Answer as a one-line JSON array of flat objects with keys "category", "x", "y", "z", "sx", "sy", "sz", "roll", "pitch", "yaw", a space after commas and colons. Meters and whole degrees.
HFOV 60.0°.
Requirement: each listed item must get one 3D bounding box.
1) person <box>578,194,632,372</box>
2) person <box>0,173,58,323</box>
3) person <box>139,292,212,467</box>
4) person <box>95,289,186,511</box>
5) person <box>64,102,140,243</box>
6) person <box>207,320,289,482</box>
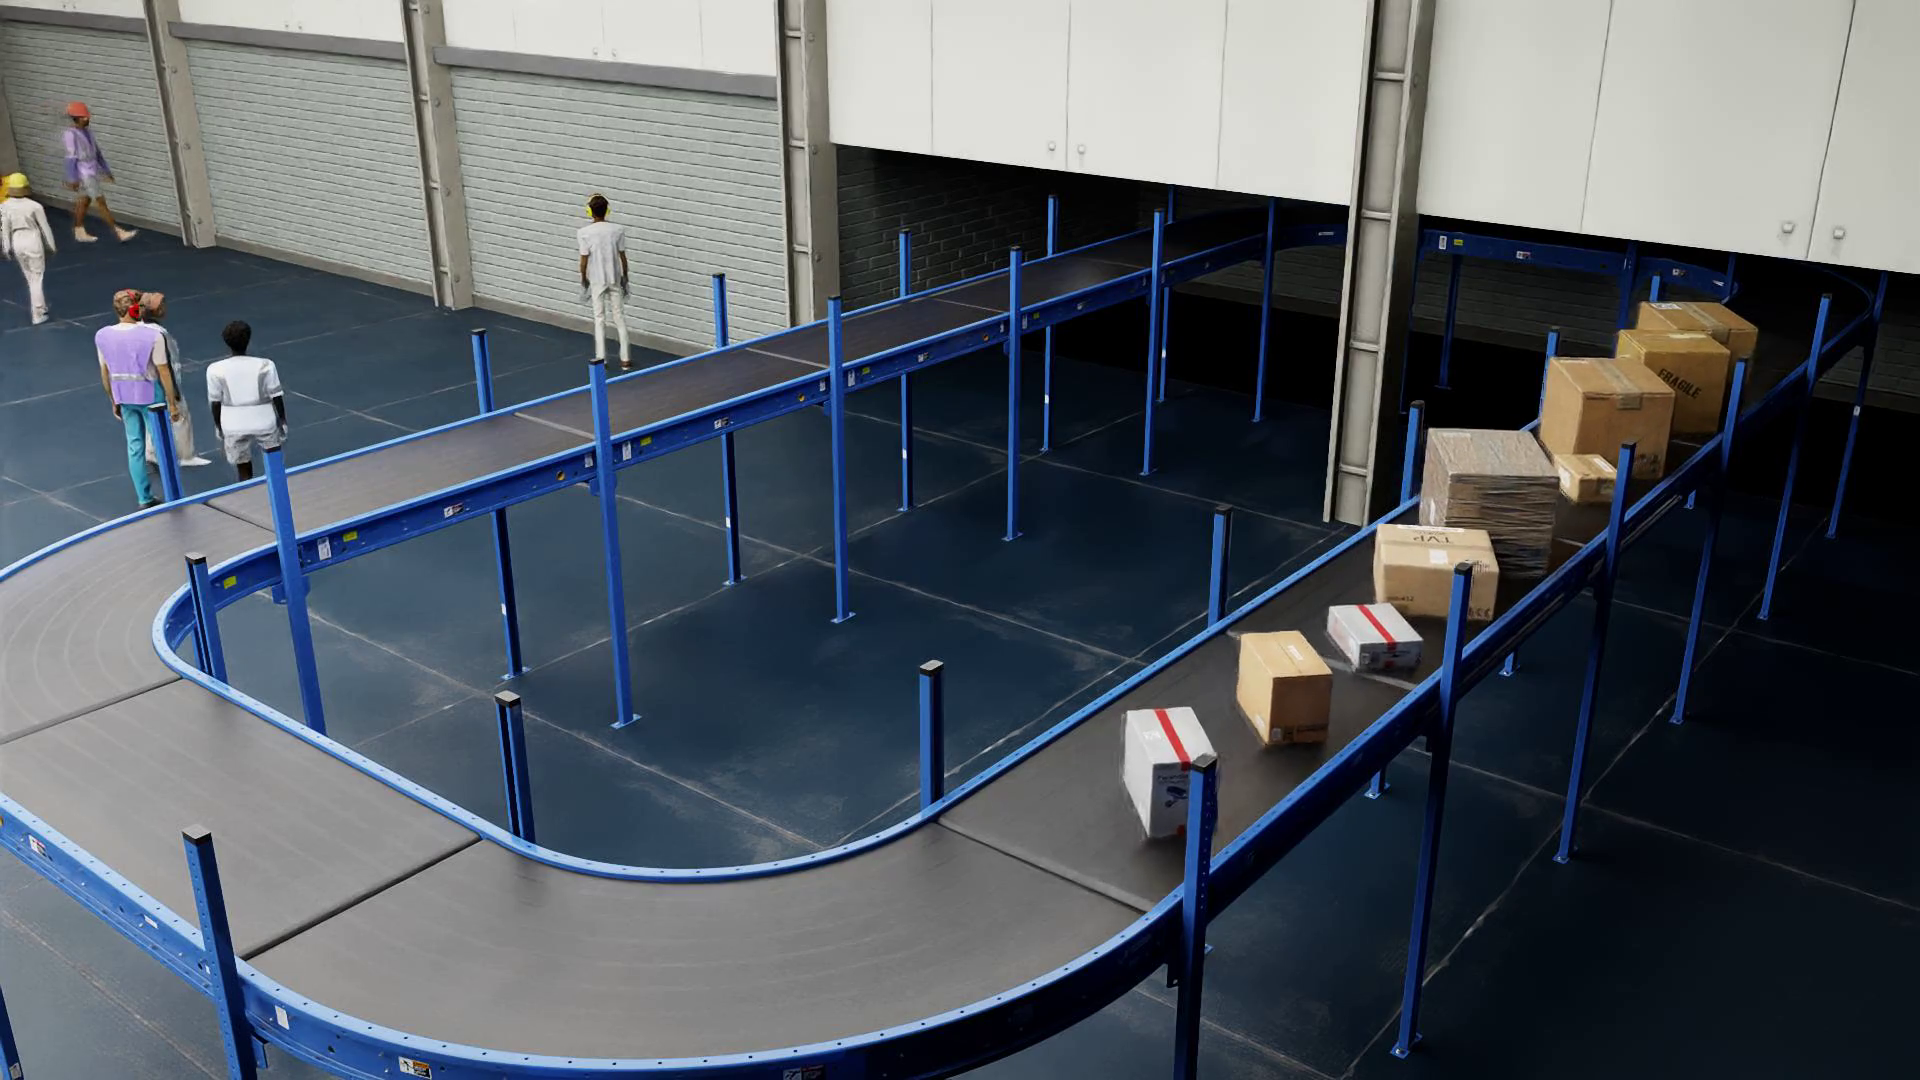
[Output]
[{"category": "person", "x": -3.748, "y": -2.699, "z": 17.506, "sx": 0.578, "sy": 1.861, "sz": 0.348, "roll": -10, "pitch": 24, "yaw": -24}, {"category": "person", "x": -10.951, "y": -3.477, "z": 19.673, "sx": 0.515, "sy": 1.708, "sz": 0.811, "roll": -1, "pitch": 22, "yaw": -3}, {"category": "person", "x": -6.961, "y": -1.372, "z": 14.485, "sx": 0.546, "sy": 1.609, "sz": 0.572, "roll": -18, "pitch": 28, "yaw": -38}, {"category": "person", "x": -6.649, "y": -1.111, "z": 13.505, "sx": 0.564, "sy": 1.837, "sz": 0.392, "roll": 2, "pitch": 22, "yaw": 4}, {"category": "person", "x": -12.375, "y": -5.240, "z": 23.781, "sx": 1.024, "sy": 1.989, "sz": 0.634, "roll": -1, "pitch": 22, "yaw": -2}, {"category": "person", "x": -5.621, "y": -0.900, "z": 13.176, "sx": 0.559, "sy": 1.676, "sz": 0.358, "roll": -8, "pitch": 23, "yaw": -20}]
